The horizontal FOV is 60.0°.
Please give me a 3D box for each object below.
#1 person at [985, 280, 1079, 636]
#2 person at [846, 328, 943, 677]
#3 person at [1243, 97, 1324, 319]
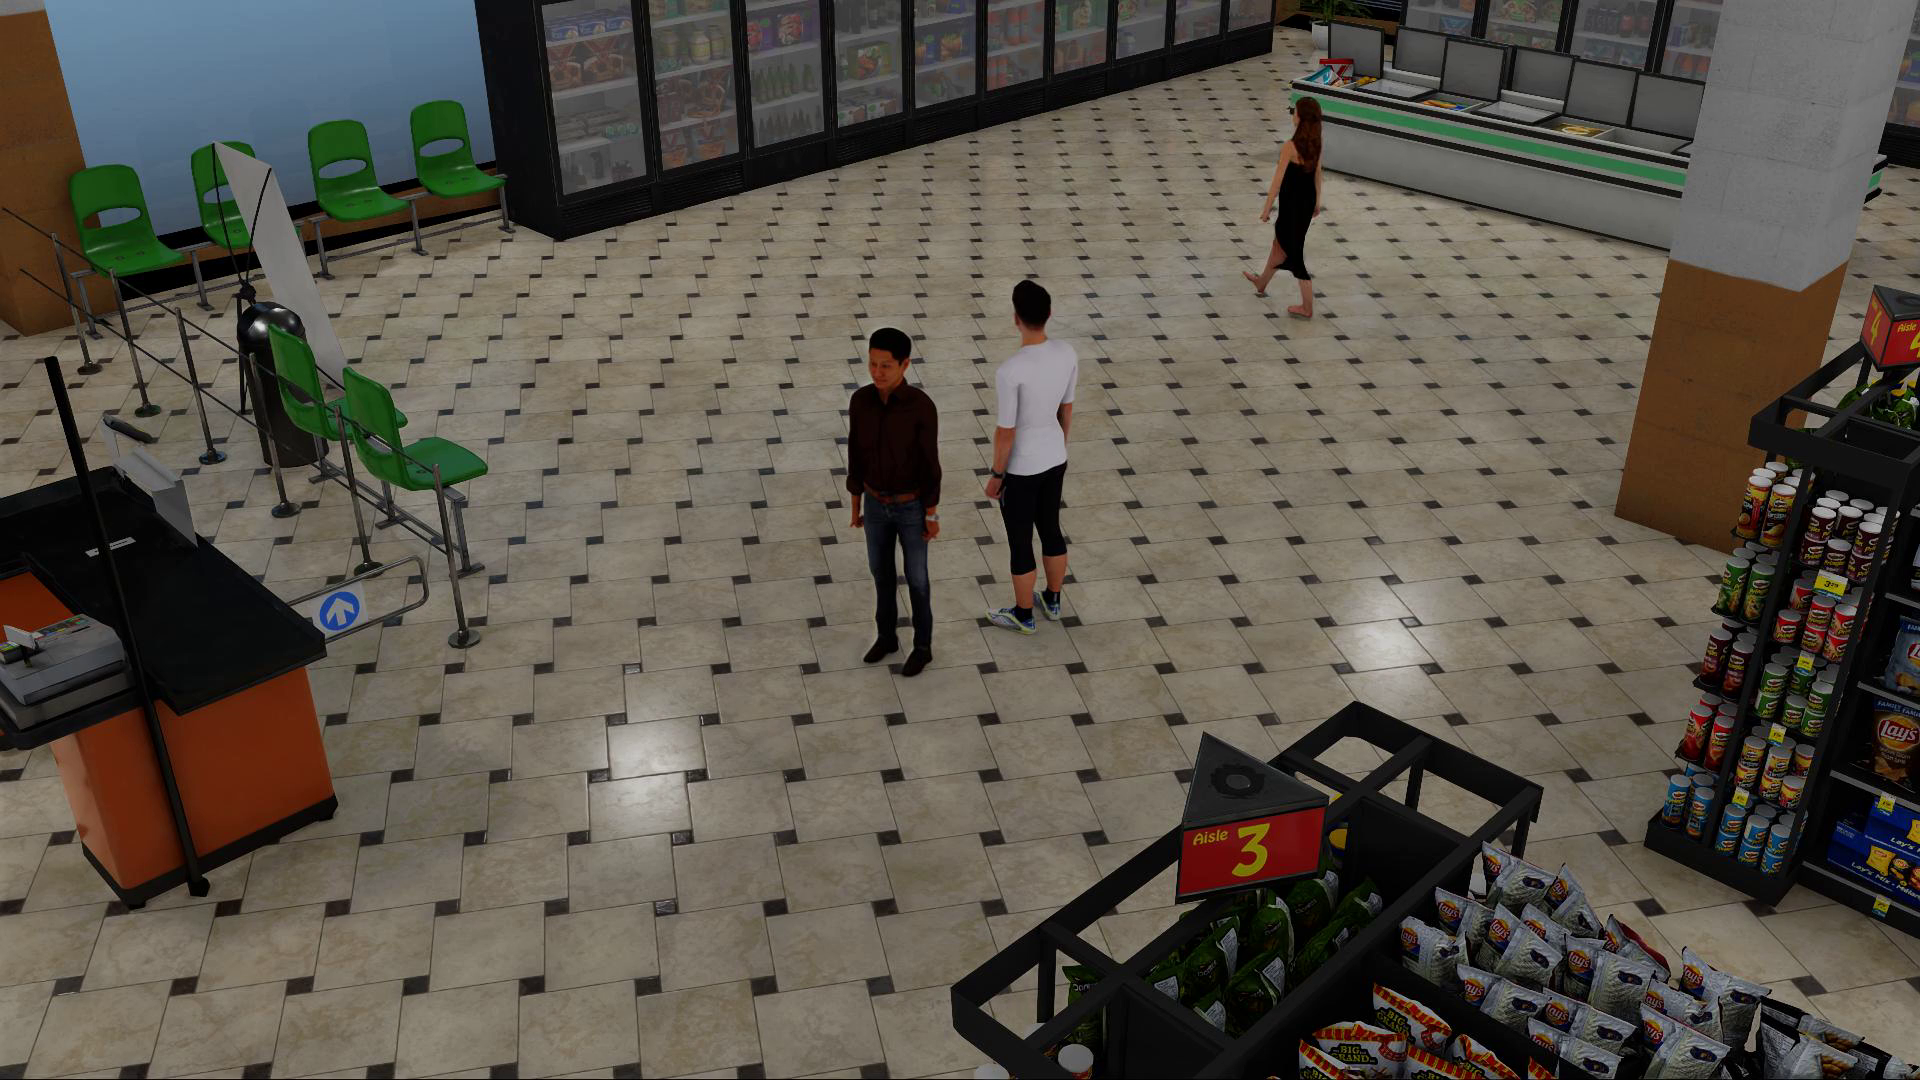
[{"bbox_3d":[0.368,-0.393,8.230,0.677,1.852,0.577,-22,36,-35],"label":"person"},{"bbox_3d":[-0.293,-0.179,7.915,0.597,1.778,0.758,11,31,19],"label":"person"},{"bbox_3d":[2.526,-2.391,12.157,0.626,1.595,0.986,-23,36,-35],"label":"person"}]
